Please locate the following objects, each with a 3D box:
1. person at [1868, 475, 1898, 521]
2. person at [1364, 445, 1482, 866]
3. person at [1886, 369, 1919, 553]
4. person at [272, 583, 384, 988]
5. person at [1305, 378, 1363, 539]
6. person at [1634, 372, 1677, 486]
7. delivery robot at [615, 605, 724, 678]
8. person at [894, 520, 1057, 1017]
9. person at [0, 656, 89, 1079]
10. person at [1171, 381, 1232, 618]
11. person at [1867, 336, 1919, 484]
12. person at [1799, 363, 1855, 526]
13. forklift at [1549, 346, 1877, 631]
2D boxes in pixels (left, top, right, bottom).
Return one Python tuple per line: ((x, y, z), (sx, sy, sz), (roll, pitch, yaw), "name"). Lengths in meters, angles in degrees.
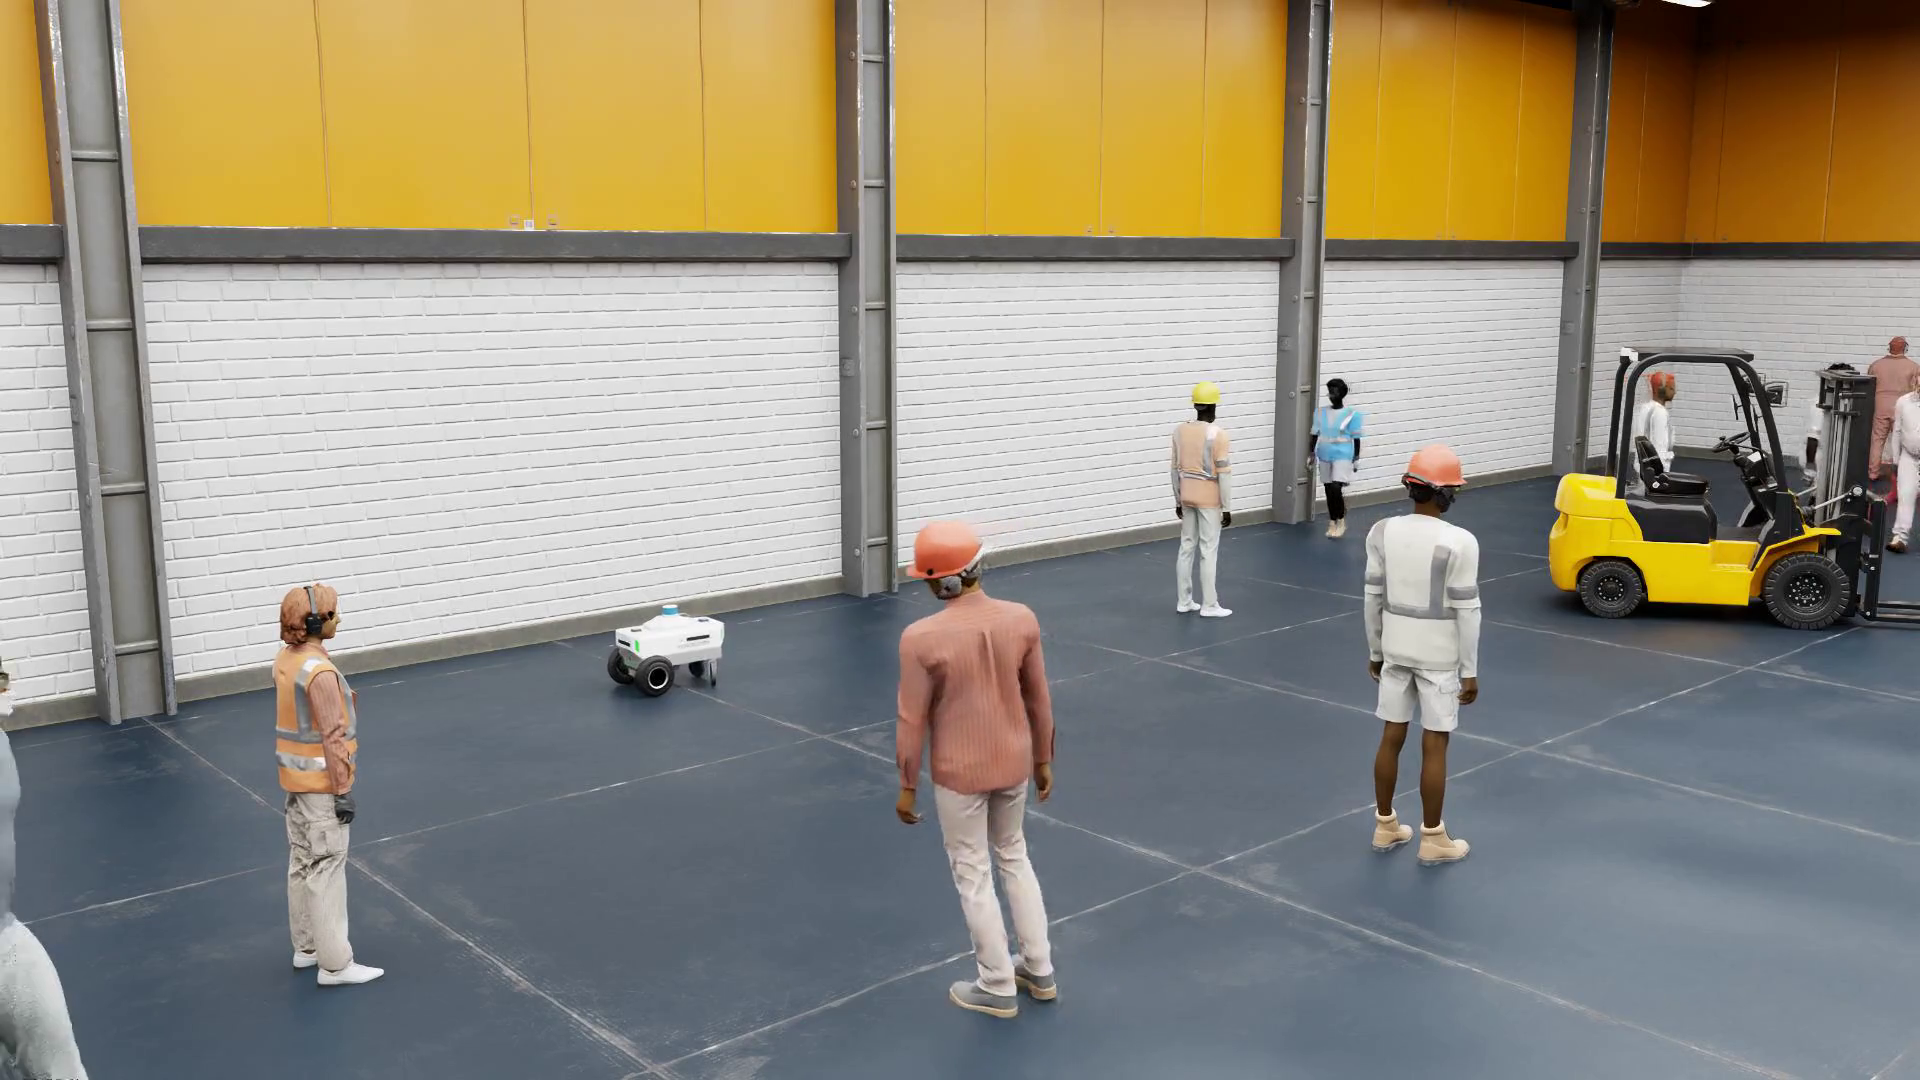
((9.813, -0.826, 17.127), (0.565, 1.716, 0.882), (-3, 10, -15), "person")
((2.264, 0.556, 8.094), (0.394, 2.040, 0.616), (-8, 13, -41), "person")
((9.499, -0.771, 16.395), (0.646, 1.847, 0.972), (7, 12, 37), "person")
((-2.592, 0.988, 6.728), (0.306, 1.640, 0.521), (-8, 13, -41), "person")
((3.867, -0.841, 17.300), (0.548, 1.678, 0.481), (9, 13, 43), "person")
((6.505, -0.666, 15.782), (0.755, 1.863, 0.581), (2, 10, 9), "person")
((-1.981, 0.686, 11.393), (0.707, 0.478, 0.477), (-8, 12, -38), "delivery robot")
((0.058, 0.883, 6.430), (0.659, 1.957, 0.439), (-6, 12, -33), "person")
((-2.774, 1.195, 4.779), (1.010, 1.887, 0.651), (0, 10, -1), "person")
((1.990, -0.326, 13.592), (0.383, 1.926, 0.602), (-8, 13, -41), "person")
((12.117, -1.685, 21.584), (0.409, 1.913, 0.650), (-8, 13, -41), "person")
((8.242, -0.722, 15.847), (0.439, 1.940, 0.635), (6, 11, 31), "person")
((6.109, -0.478, 13.691), (2.313, 2.155, 1.214), (3, 10, 16), "forklift")
